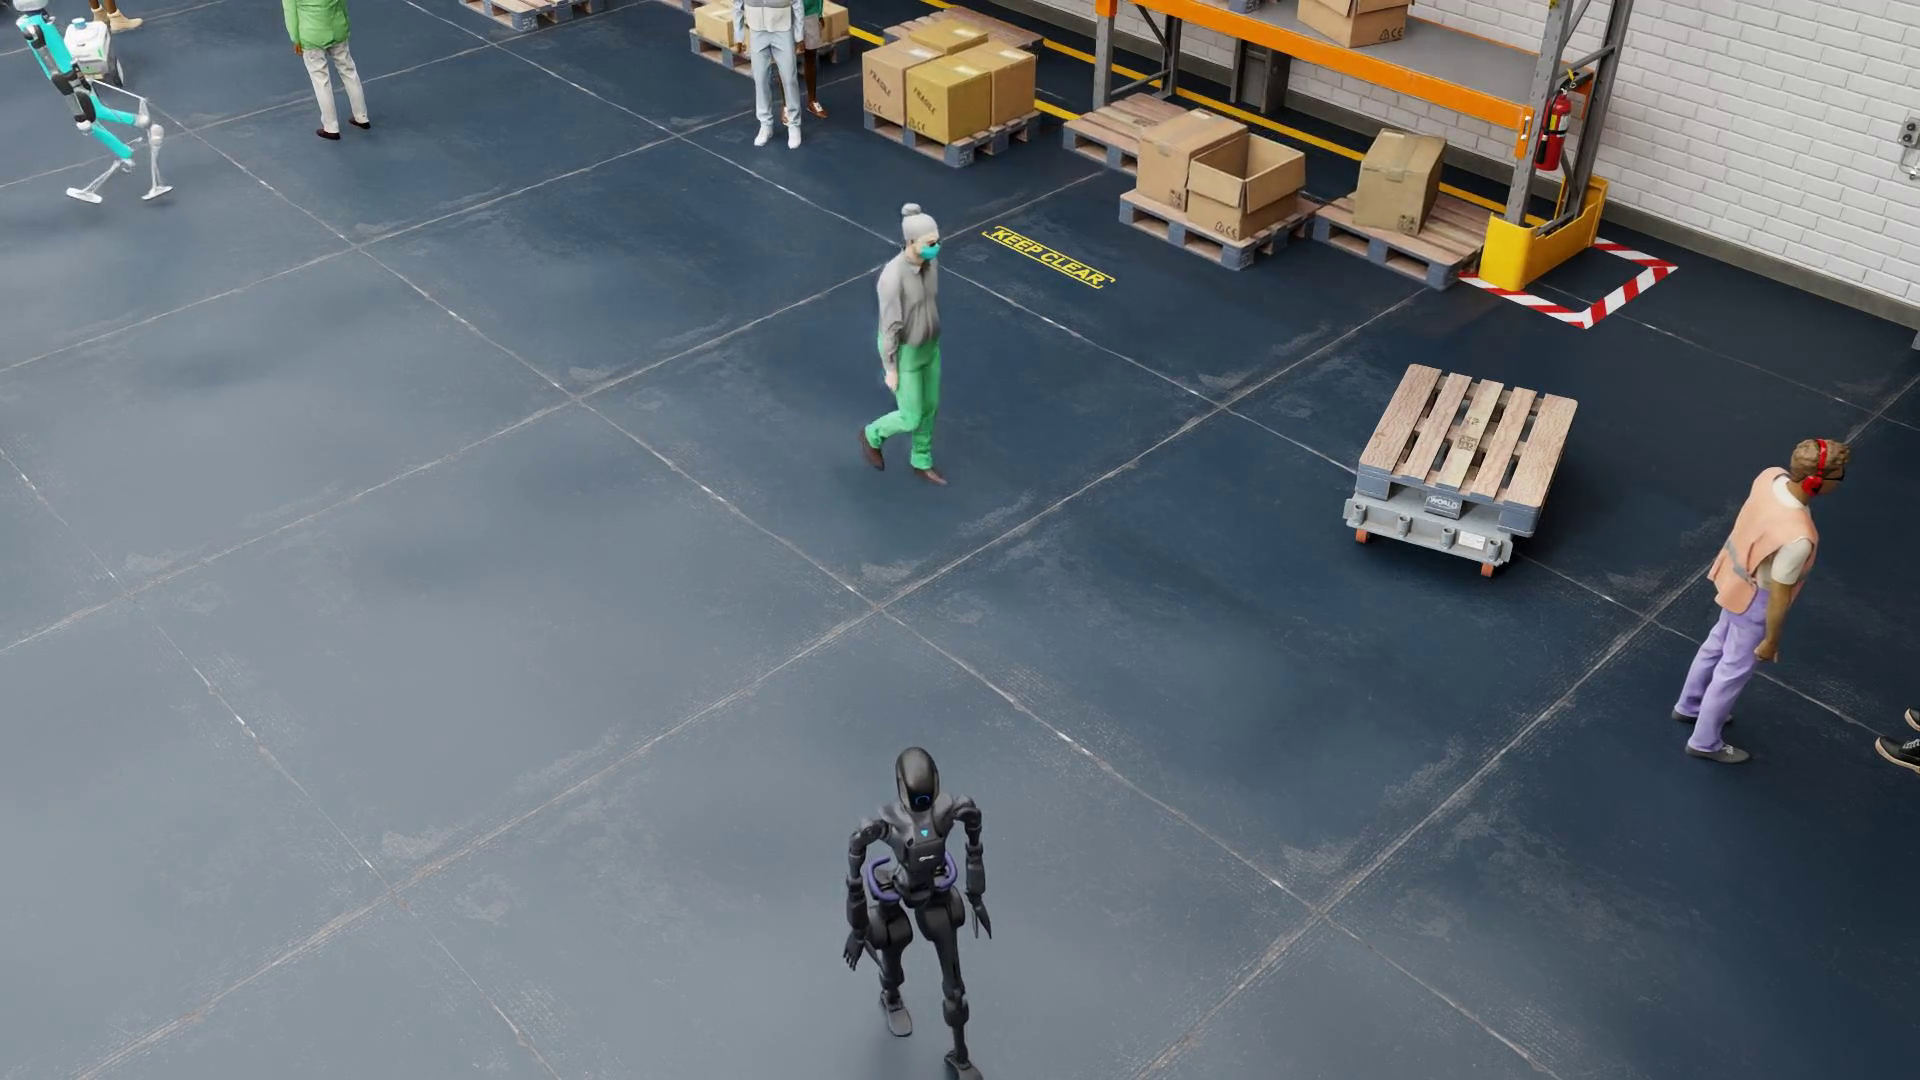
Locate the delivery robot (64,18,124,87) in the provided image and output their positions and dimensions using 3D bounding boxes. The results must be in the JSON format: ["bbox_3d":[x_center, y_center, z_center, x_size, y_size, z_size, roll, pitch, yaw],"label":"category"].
[{"bbox_3d":[-7.956,-4.437,15.185,0.499,0.613,0.816,-12,39,-15],"label":"delivery robot"}]

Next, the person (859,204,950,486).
[{"bbox_3d":[-0.305,-1.132,9.732,0.478,1.832,0.527,24,43,29],"label":"person"}]

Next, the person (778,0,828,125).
[{"bbox_3d":[-1.394,-4.491,14.164,0.505,1.853,0.387,-15,40,-19],"label":"person"}]

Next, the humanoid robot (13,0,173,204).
[{"bbox_3d":[-6.560,-3.381,12.777,0.970,1.717,0.562,-12,39,-15],"label":"humanoid robot"}]

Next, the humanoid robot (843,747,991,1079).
[{"bbox_3d":[-0.153,1.467,6.434,0.605,1.635,0.680,-13,39,-17],"label":"humanoid robot"}]

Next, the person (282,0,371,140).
[{"bbox_3d":[-5.345,-4.246,13.910,0.388,1.776,0.539,28,45,32],"label":"person"}]

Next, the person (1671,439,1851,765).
[{"bbox_3d":[3.741,0.293,7.849,0.394,1.840,0.563,4,37,6],"label":"person"}]

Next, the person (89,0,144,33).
[{"bbox_3d":[-8.350,-5.887,15.857,0.607,2.044,0.367,22,42,27],"label":"person"}]

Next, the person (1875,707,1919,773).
[{"bbox_3d":[4.820,0.280,7.757,0.613,1.962,0.361,-26,44,-30],"label":"person"}]

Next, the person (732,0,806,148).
[{"bbox_3d":[-1.569,-4.199,13.736,0.598,1.909,0.401,3,37,3],"label":"person"}]
